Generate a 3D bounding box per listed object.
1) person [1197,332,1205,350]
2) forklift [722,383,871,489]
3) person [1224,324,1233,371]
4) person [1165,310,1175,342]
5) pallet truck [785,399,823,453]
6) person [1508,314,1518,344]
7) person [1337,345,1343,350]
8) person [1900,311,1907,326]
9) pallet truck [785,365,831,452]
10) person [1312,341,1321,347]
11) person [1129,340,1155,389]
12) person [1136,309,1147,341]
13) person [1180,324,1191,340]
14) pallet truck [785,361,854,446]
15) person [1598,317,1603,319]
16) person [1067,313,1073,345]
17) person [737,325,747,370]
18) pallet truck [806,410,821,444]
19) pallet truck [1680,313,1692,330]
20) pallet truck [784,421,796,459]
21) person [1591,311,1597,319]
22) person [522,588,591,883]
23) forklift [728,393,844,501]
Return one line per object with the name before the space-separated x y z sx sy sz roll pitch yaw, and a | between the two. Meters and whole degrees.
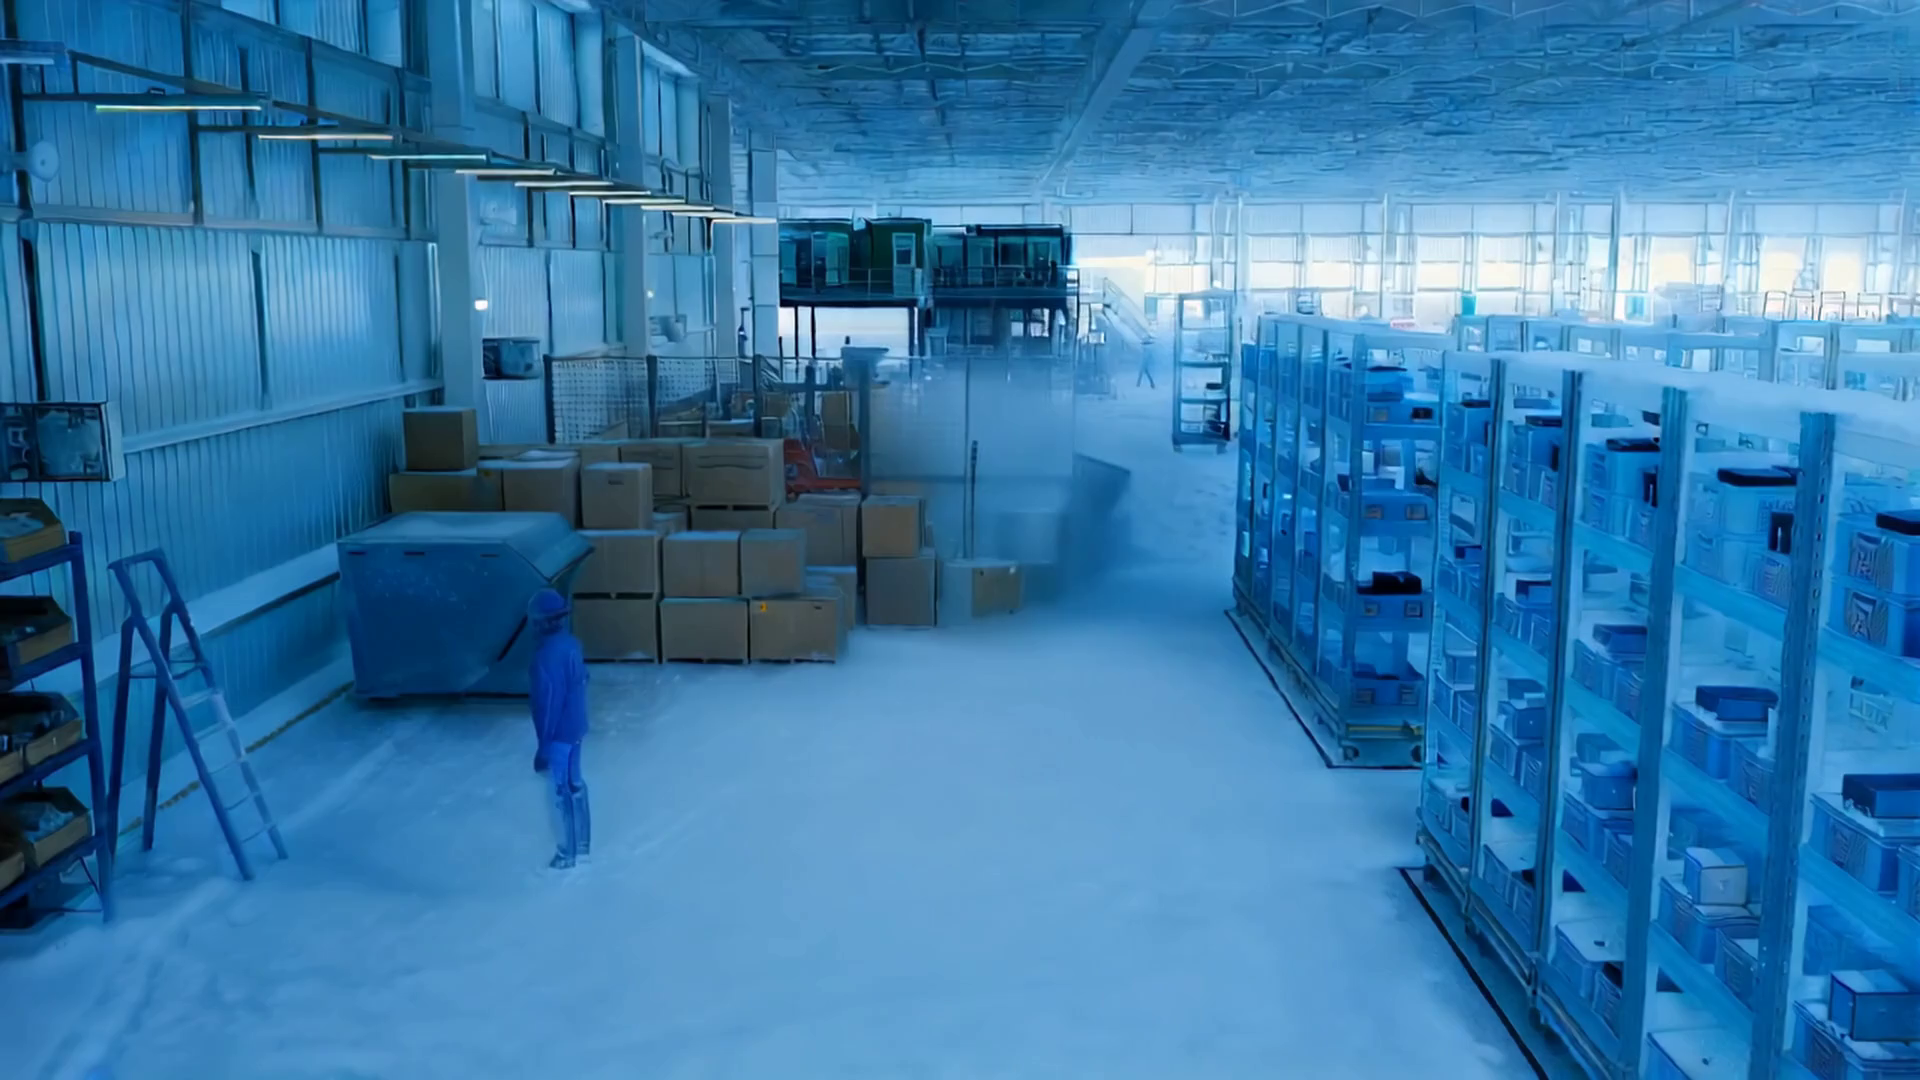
person | 12.380 -10.692 85.586 0.446 1.878 0.625 -6 11 -32
forklift | -2.893 -1.687 28.729 2.680 1.987 1.157 0 9 -1
person | 11.043 -7.924 68.360 0.370 1.936 0.553 -1 9 -5
person | 12.125 -12.357 95.873 0.597 1.879 0.954 1 9 4
pallet truck | -3.814 -2.432 36.419 1.630 1.274 0.653 0 9 1
person | 29.688 -11.166 88.792 0.952 1.803 0.644 4 10 24
person | 16.257 -8.385 71.365 0.640 1.881 1.035 0 9 -1
person | 52.749 -11.849 92.806 0.734 1.860 0.580 -4 10 -26
pallet truck | -3.774 -2.976 37.635 1.885 1.965 0.823 1 9 5
person | 15.865 -8.860 73.871 0.580 2.018 0.638 -4 10 -22
person | 6.337 -6.055 57.484 0.900 1.724 0.532 2 9 12
person | 9.909 -11.579 90.713 0.612 1.995 0.393 1 9 6
person | 13.309 -12.580 97.865 0.594 1.673 0.540 -2 9 -11
pallet truck | -3.410 -3.193 38.978 1.885 1.965 0.823 0 9 -1
person | 31.966 -10.203 82.756 0.896 1.831 0.539 -3 10 -17
person | 5.918 -11.559 91.120 0.539 1.824 0.643 -7 12 -37
person | -8.708 -7.649 66.680 0.372 1.925 0.594 -6 11 -31
pallet truck | -3.559 -2.018 33.905 1.522 1.261 0.704 0 9 -1
pallet truck | 36.315 -10.531 84.244 0.823 1.965 1.885 -6 11 -33
pallet truck | -4.013 -1.793 32.705 1.601 1.201 0.680 0 9 1
person | 33.612 -11.183 88.331 0.474 1.970 0.635 4 10 23
person | -2.732 1.308 11.221 0.396 1.992 0.623 1 9 9
forklift | -2.979 -1.316 26.476 2.680 1.987 1.157 0 9 1
